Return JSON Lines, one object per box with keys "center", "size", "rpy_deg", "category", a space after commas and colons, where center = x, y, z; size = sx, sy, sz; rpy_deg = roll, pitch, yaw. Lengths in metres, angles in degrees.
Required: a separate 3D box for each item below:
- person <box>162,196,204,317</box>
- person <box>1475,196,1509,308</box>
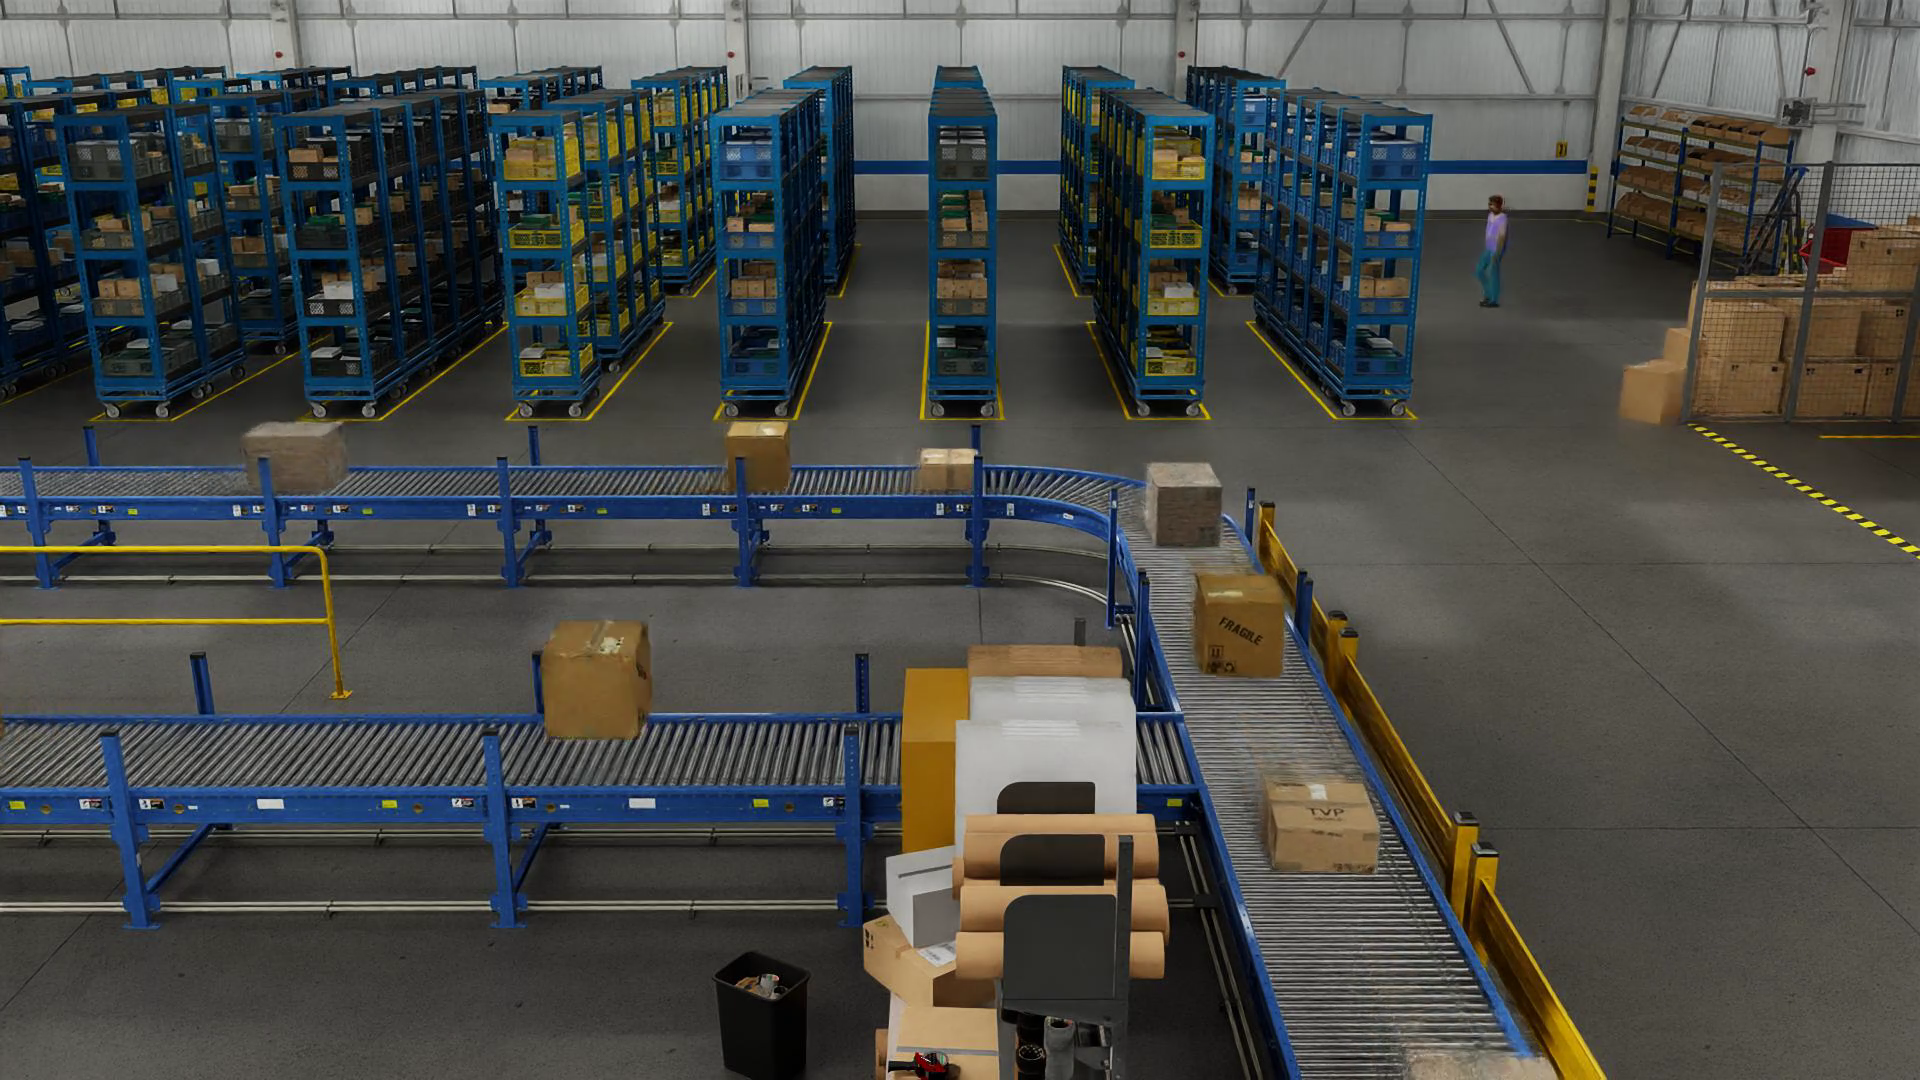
{"center": [-12.486, -4.500, 26.394], "size": [0.762, 1.923, 0.617], "rpy_deg": [3, 18, 9], "category": "person"}
{"center": [8.705, -4.701, 27.161], "size": [0.462, 1.825, 0.607], "rpy_deg": [-2, 18, -8], "category": "person"}
